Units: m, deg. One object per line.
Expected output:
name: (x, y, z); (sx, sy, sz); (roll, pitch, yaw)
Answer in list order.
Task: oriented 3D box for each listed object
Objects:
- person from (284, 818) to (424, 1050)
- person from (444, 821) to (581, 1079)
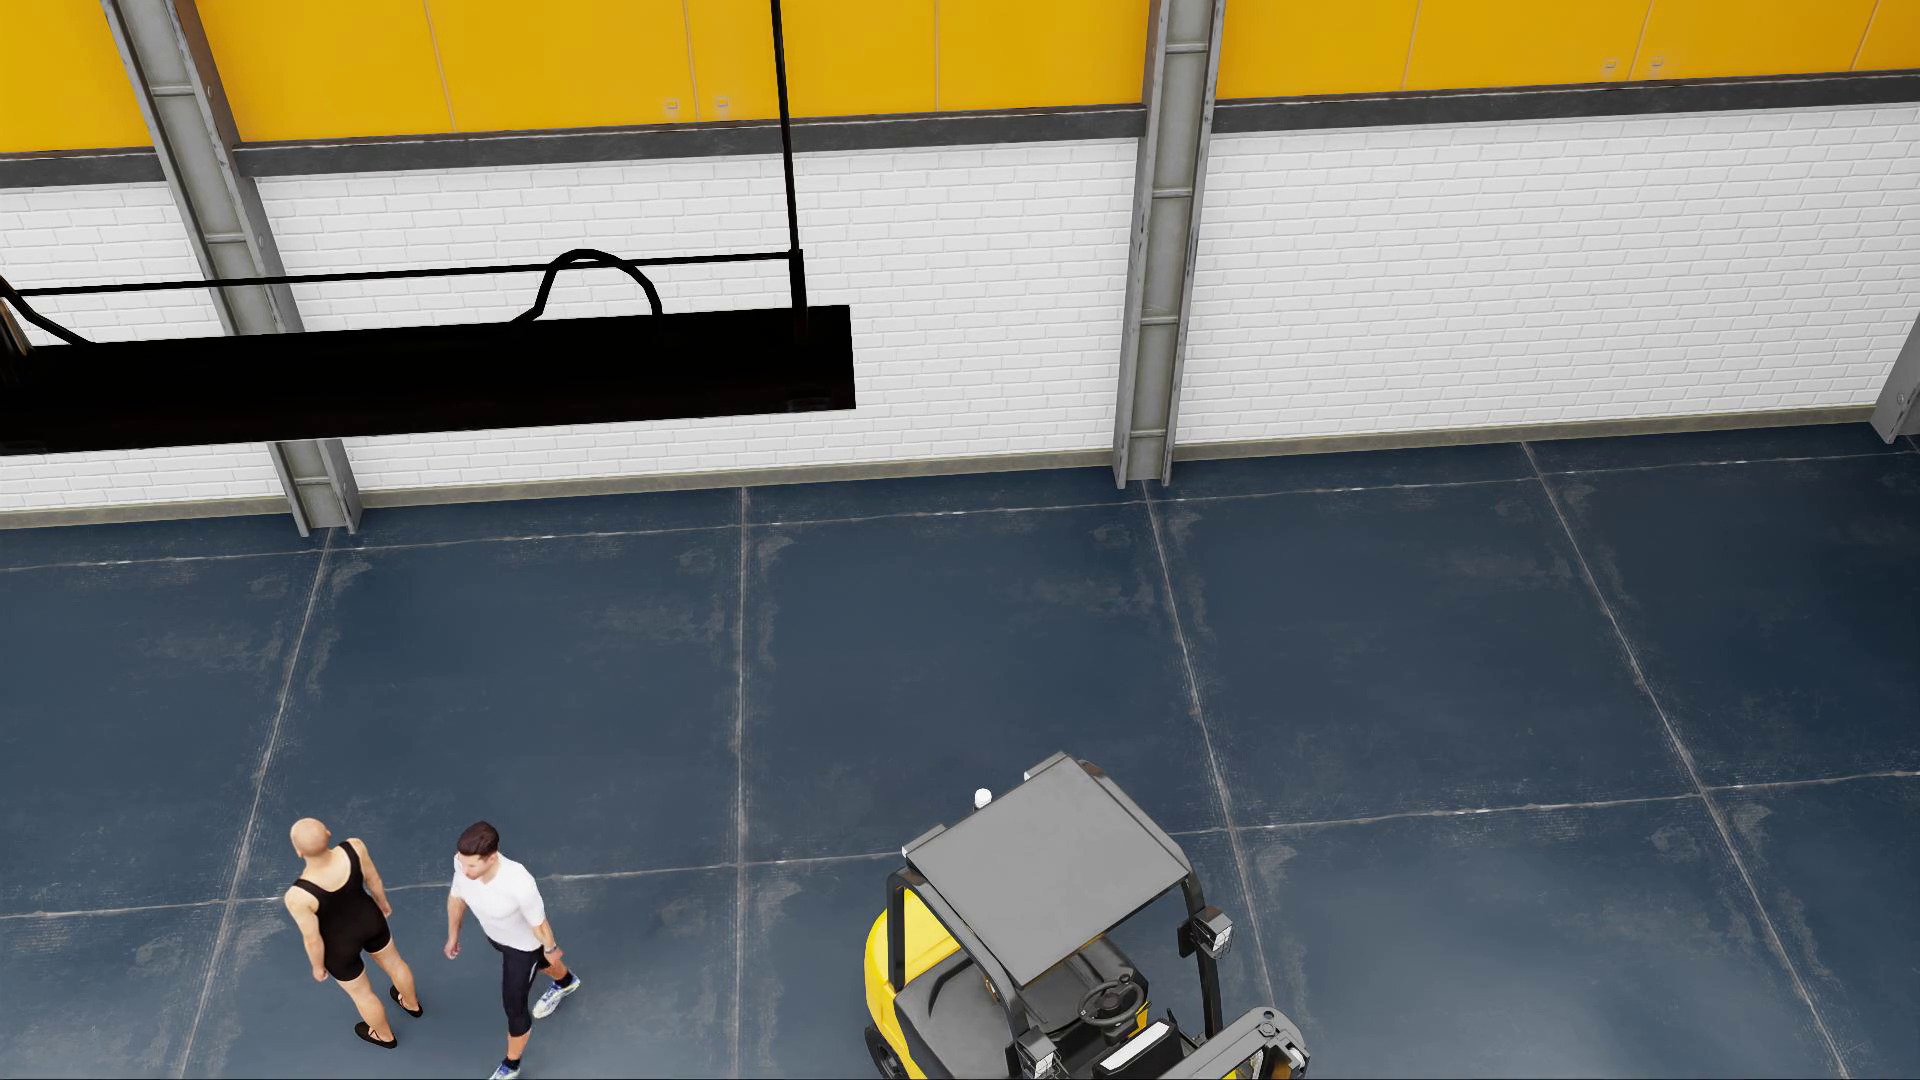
person: (-3.148, 2.037, 8.610); (0.723, 1.815, 0.716); (22, 48, 22)
person: (-2.273, 1.981, 8.666); (1.152, 1.819, 1.167); (26, 49, 25)
